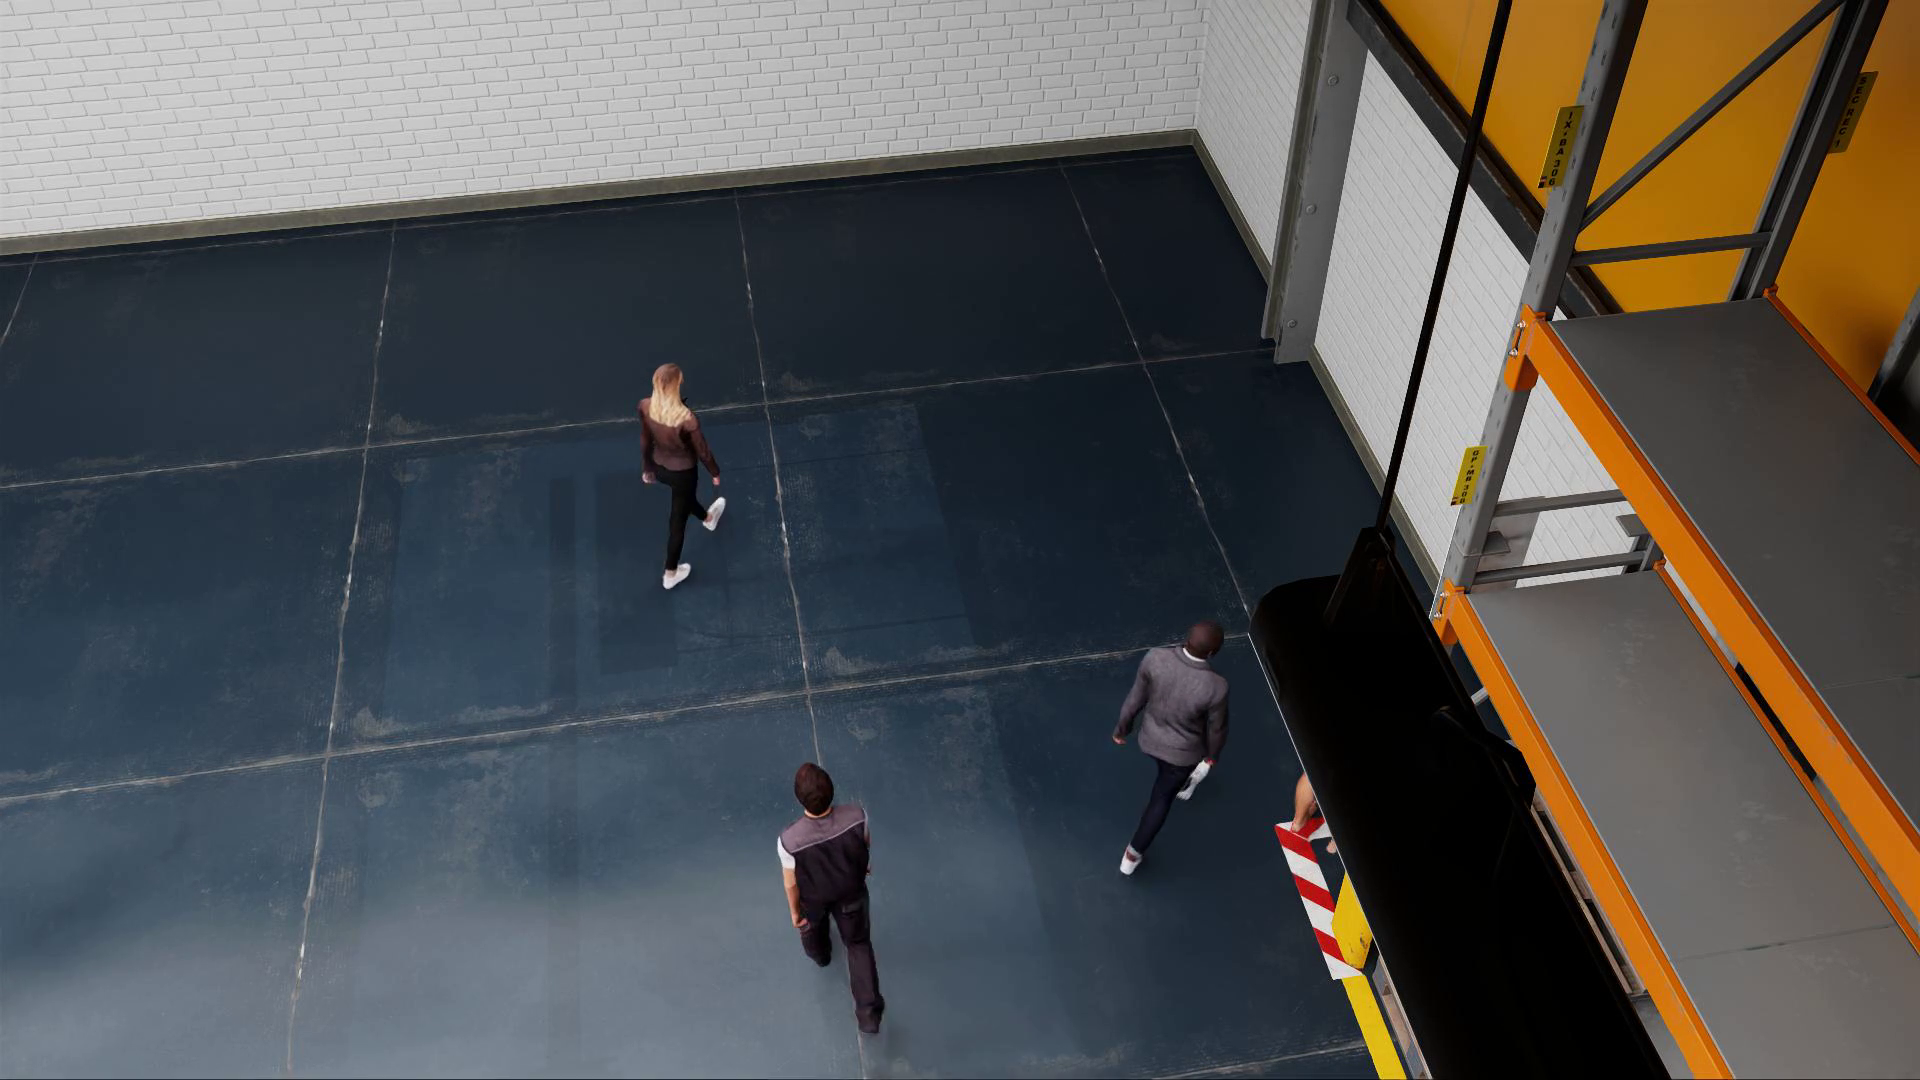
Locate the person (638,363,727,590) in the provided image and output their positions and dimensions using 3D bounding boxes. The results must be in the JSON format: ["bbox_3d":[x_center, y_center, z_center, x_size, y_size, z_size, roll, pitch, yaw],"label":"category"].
[{"bbox_3d":[-1.915,-0.374,10.926,1.038,1.658,1.141,21,48,21],"label":"person"}]

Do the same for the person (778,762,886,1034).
[{"bbox_3d":[-0.627,1.837,8.487,0.736,1.822,1.149,-12,45,-13],"label":"person"}]

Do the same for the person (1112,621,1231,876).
[{"bbox_3d":[1.121,1.190,9.218,1.227,1.751,1.252,26,49,25],"label":"person"}]
